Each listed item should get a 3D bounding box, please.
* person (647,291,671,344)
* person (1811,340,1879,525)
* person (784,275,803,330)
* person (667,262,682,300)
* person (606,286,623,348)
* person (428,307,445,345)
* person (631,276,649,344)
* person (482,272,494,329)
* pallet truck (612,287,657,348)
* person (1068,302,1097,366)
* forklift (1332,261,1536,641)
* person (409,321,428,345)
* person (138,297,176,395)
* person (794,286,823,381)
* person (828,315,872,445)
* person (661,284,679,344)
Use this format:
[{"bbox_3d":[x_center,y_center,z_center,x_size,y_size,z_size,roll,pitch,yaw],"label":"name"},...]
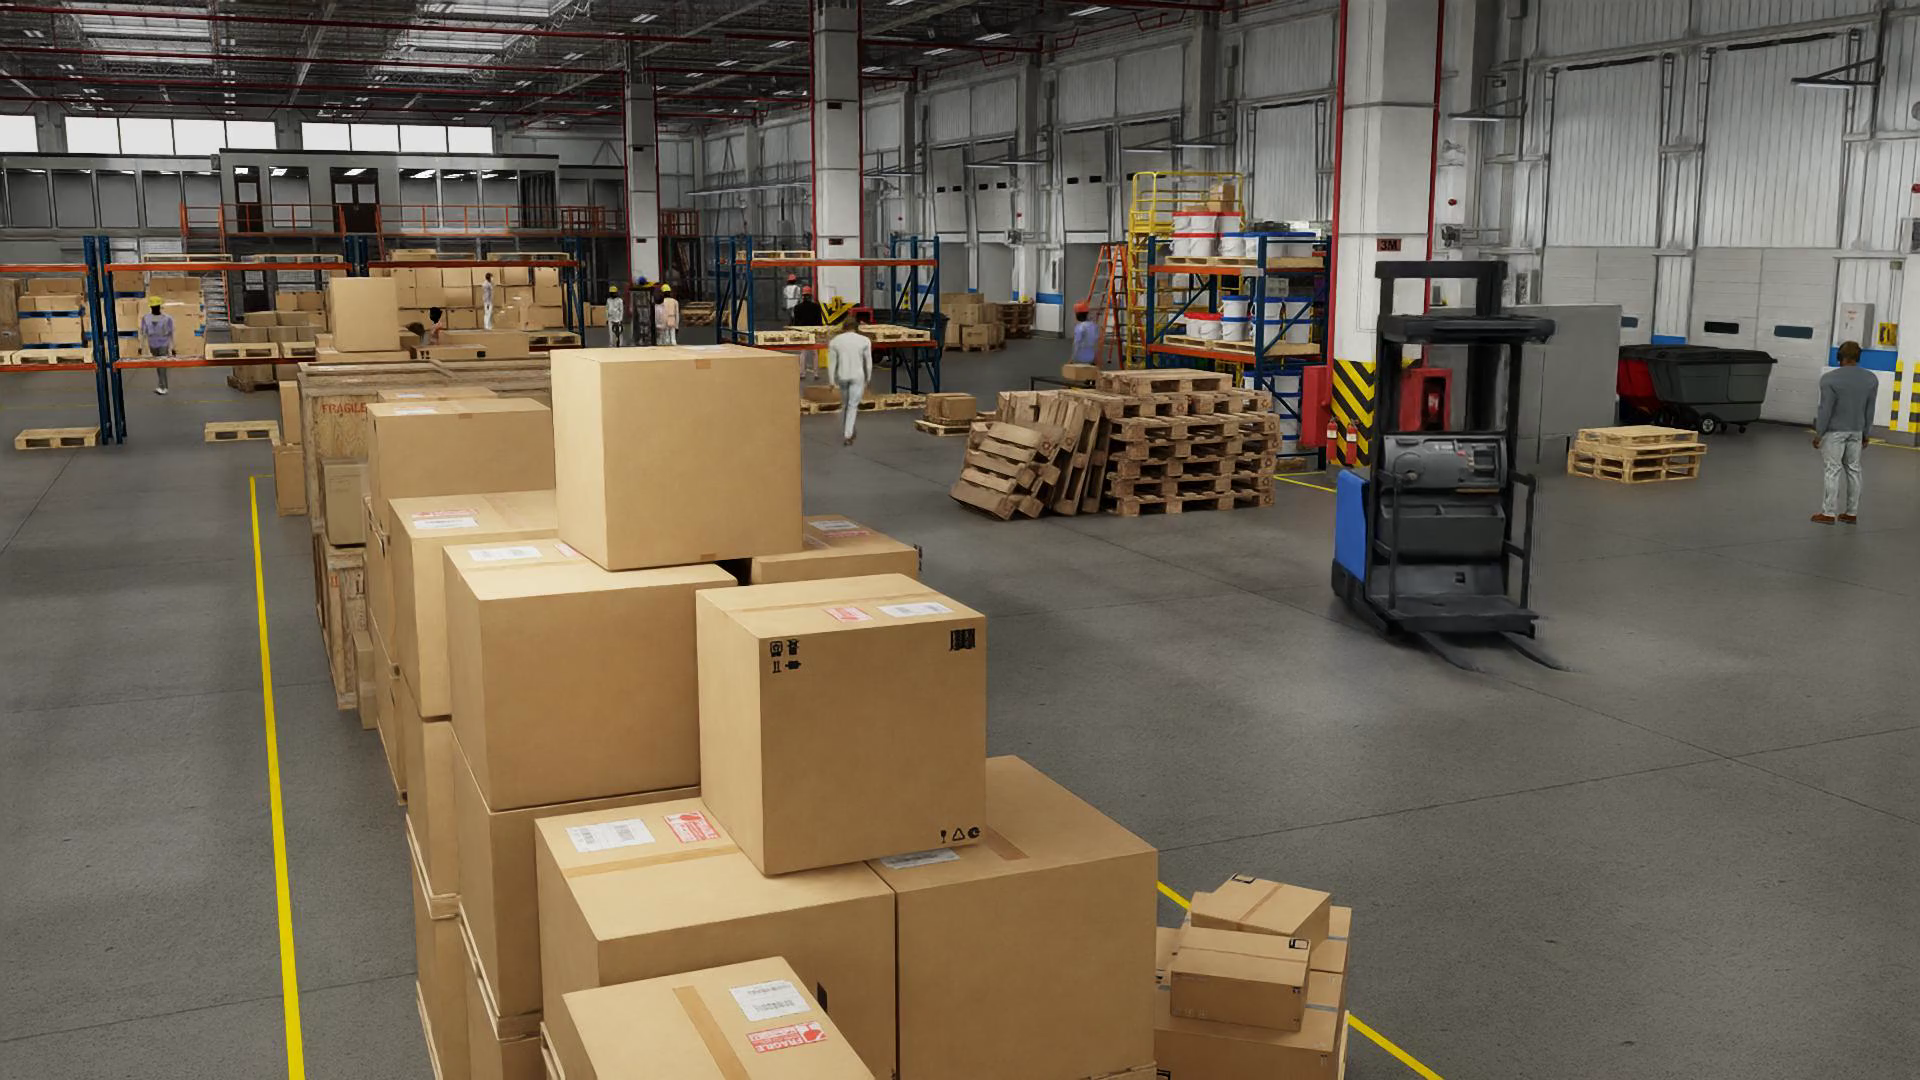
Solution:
[{"bbox_3d":[-6.772,-4.681,37.410,0.451,1.823,0.656,4,11,20],"label":"person"},{"bbox_3d":[9.270,-1.121,17.458,0.635,1.937,0.353,-1,10,-7],"label":"person"},{"bbox_3d":[-5.105,-7.162,50.930,0.551,1.885,1.017,5,12,27],"label":"person"},{"bbox_3d":[-12.260,-10.993,71.821,0.657,1.952,0.940,3,11,18],"label":"person"},{"bbox_3d":[-9.134,-5.830,43.956,0.487,1.744,0.294,3,11,15],"label":"person"},{"bbox_3d":[-10.007,-3.612,31.857,0.318,1.697,0.535,-7,12,-34],"label":"person"},{"bbox_3d":[-9.098,-6.558,47.506,0.616,1.914,0.500,3,11,16],"label":"person"},{"bbox_3d":[-14.981,-7.536,52.863,0.374,1.932,0.623,-1,10,-8],"label":"person"},{"bbox_3d":[-6.464,-4.406,35.401,0.823,1.965,1.885,6,12,32],"label":"pallet truck"},{"bbox_3d":[2.002,-3.086,28.330,0.639,1.917,0.559,7,12,33],"label":"person"},{"bbox_3d":[3.675,-0.777,12.967,1.129,2.768,1.873,0,10,-1],"label":"forklift"},{"bbox_3d":[-7.648,-2.182,23.595,0.552,1.831,0.401,5,11,25],"label":"person"},{"bbox_3d":[-15.428,-3.719,31.938,0.610,1.882,0.976,-1,10,-3],"label":"person"},{"bbox_3d":[-3.201,-4.343,35.077,0.626,1.992,0.392,-2,10,-11],"label":"person"},{"bbox_3d":[-1.611,-2.339,24.332,0.617,1.890,0.991,2,11,12],"label":"person"},{"bbox_3d":[-6.923,-5.077,39.335,0.581,1.919,0.405,-8,13,-37],"label":"person"}]
